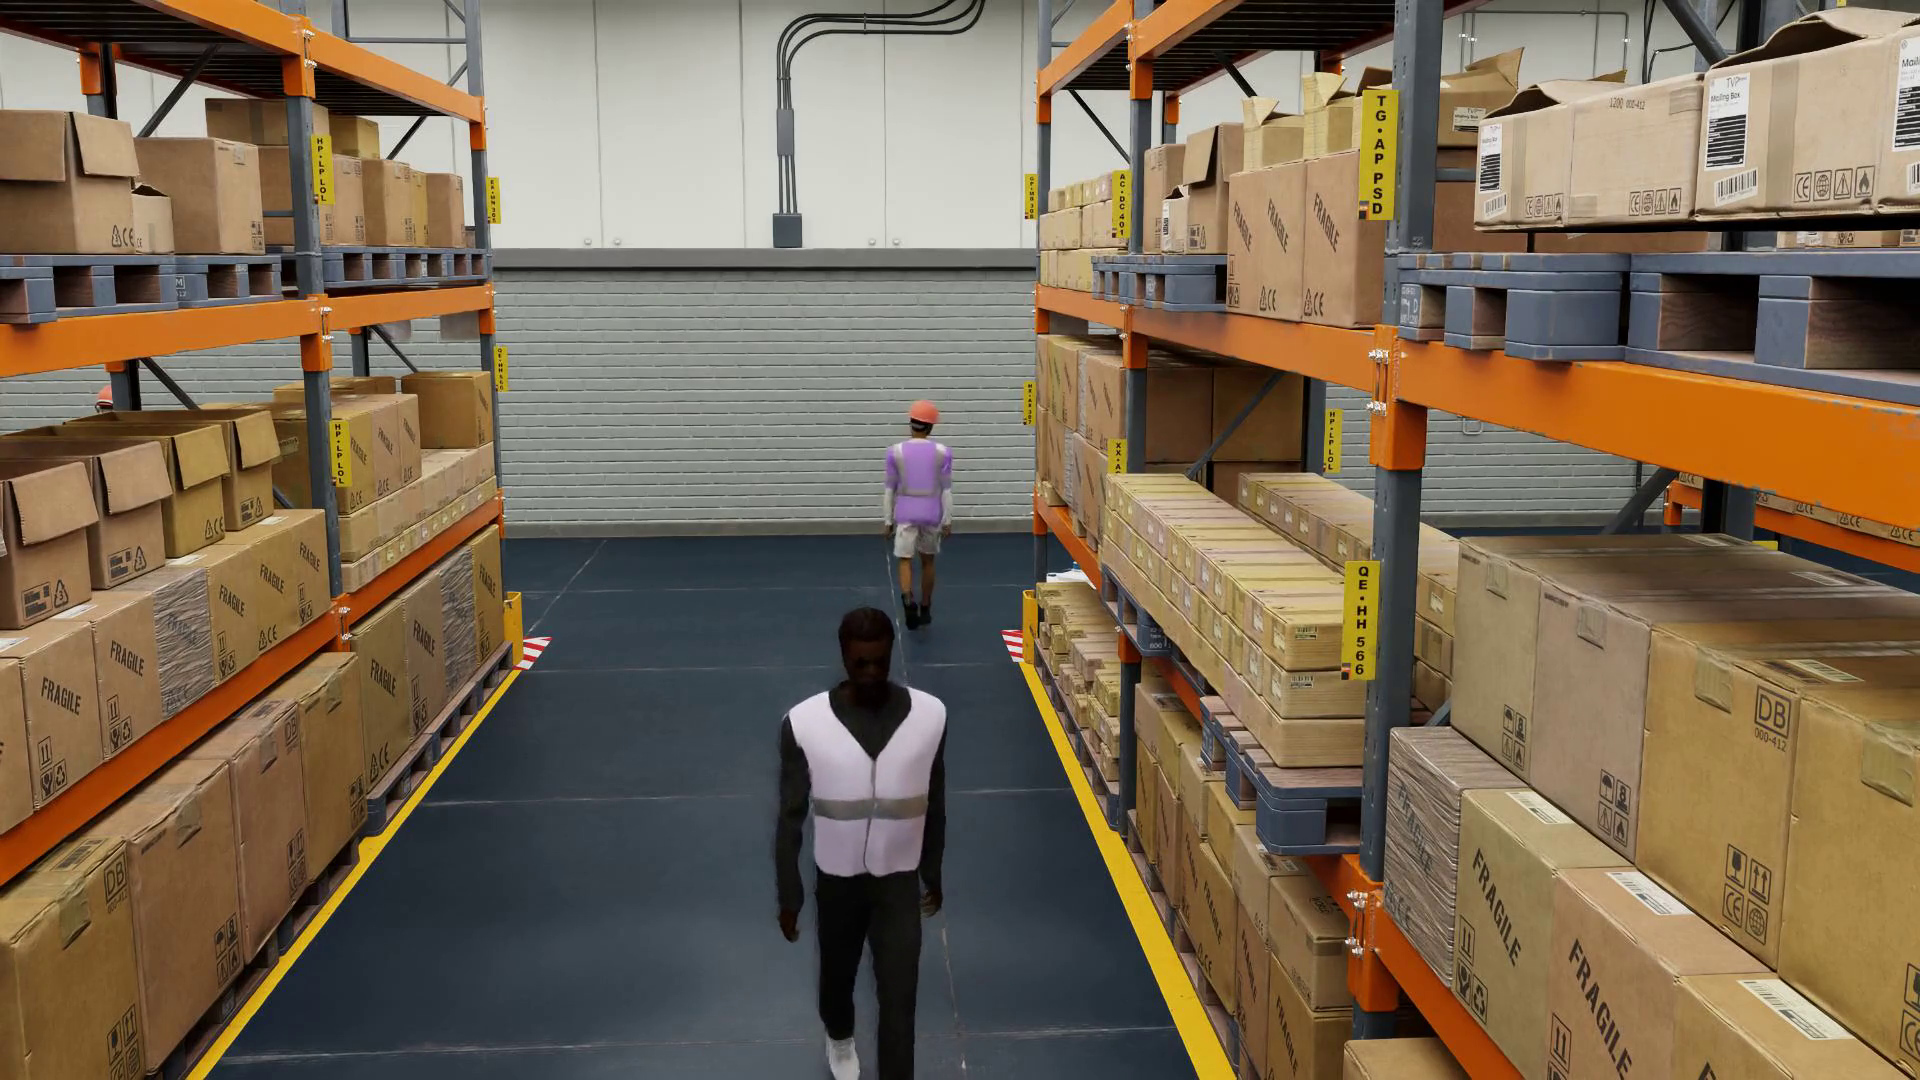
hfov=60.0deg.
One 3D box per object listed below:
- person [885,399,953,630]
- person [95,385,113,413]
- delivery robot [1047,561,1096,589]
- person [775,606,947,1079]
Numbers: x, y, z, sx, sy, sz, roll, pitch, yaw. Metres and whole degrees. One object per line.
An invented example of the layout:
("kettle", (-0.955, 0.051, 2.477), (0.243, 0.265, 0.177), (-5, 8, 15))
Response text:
("person", (-0.330, -0.194, 13.524), (0.561, 1.903, 0.803), (0, 10, -2))
("person", (-6.982, -0.292, 13.828), (0.609, 1.986, 0.402), (-1, 10, -3))
("delivery robot", (0.970, 0.417, 13.583), (0.707, 0.478, 0.477), (6, 11, 34))
("person", (-0.343, 1.132, 5.783), (0.608, 1.877, 0.991), (-2, 10, -12))
